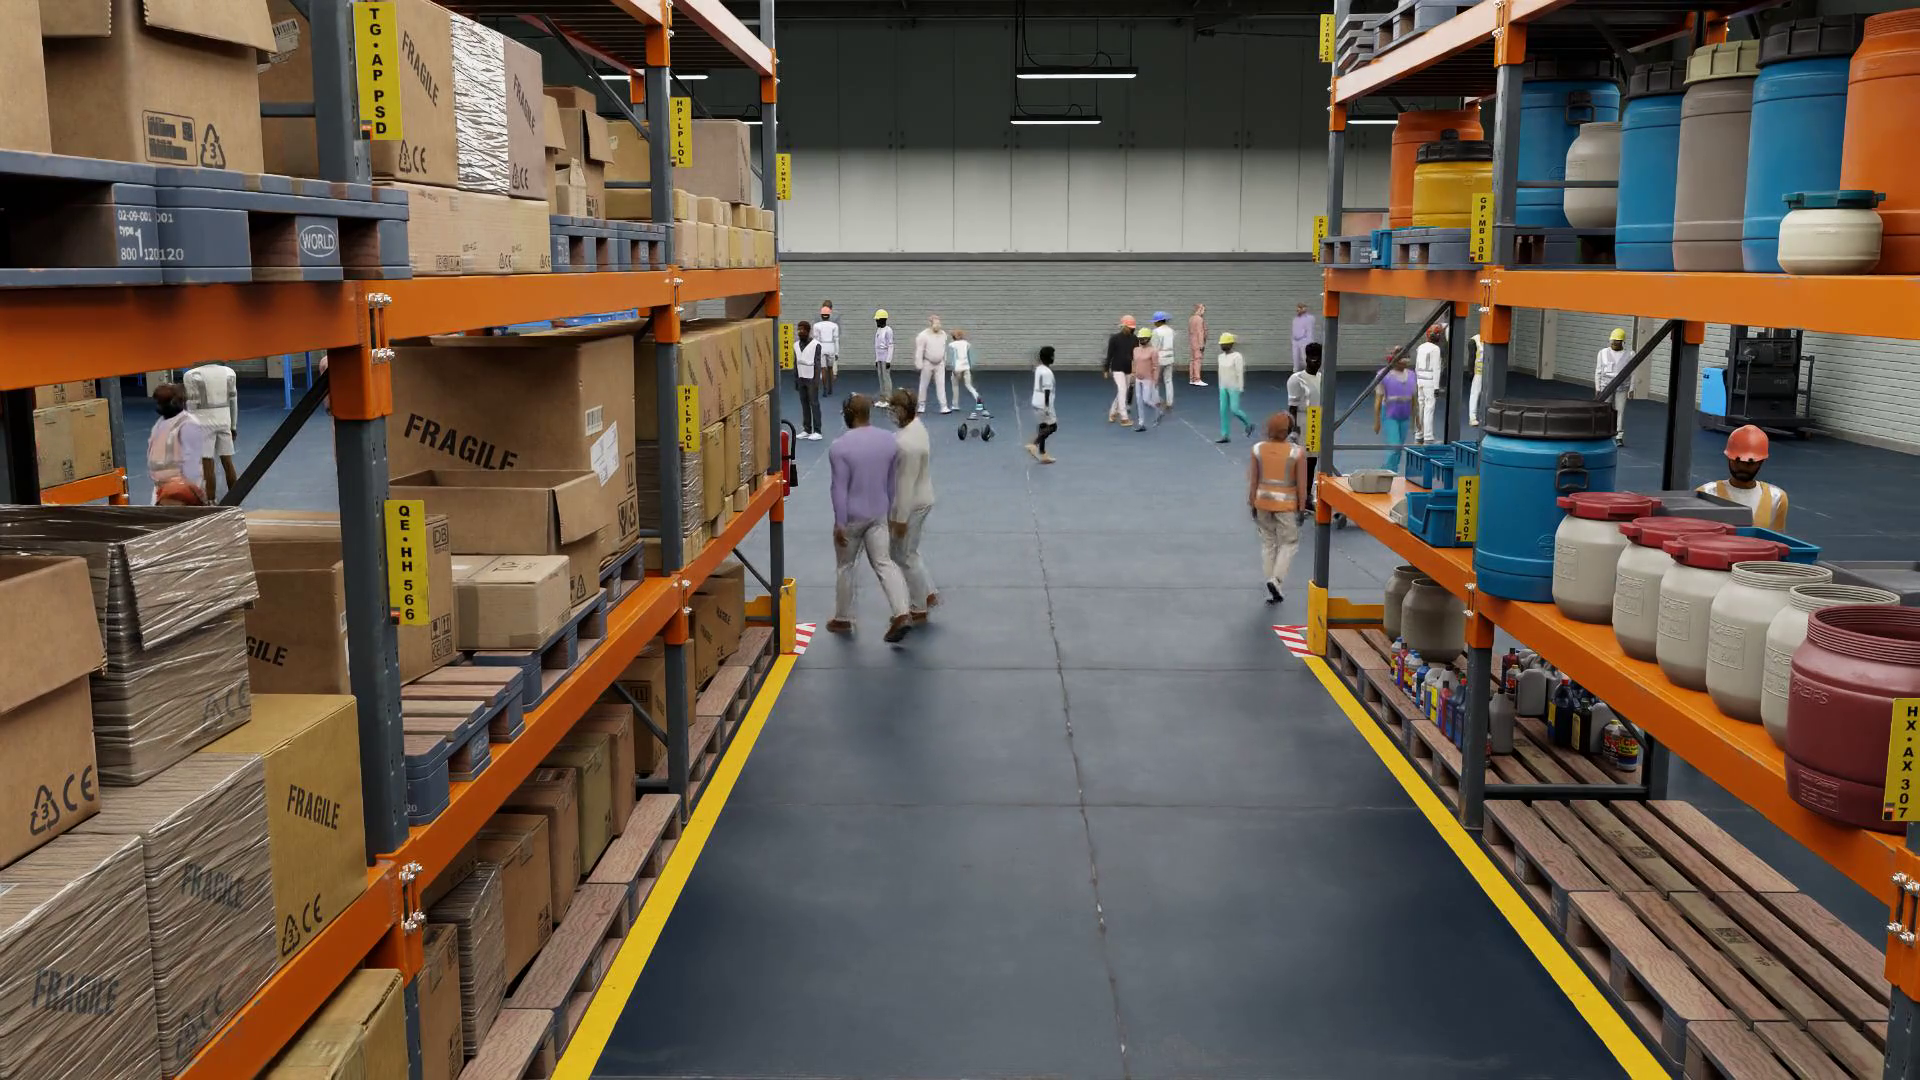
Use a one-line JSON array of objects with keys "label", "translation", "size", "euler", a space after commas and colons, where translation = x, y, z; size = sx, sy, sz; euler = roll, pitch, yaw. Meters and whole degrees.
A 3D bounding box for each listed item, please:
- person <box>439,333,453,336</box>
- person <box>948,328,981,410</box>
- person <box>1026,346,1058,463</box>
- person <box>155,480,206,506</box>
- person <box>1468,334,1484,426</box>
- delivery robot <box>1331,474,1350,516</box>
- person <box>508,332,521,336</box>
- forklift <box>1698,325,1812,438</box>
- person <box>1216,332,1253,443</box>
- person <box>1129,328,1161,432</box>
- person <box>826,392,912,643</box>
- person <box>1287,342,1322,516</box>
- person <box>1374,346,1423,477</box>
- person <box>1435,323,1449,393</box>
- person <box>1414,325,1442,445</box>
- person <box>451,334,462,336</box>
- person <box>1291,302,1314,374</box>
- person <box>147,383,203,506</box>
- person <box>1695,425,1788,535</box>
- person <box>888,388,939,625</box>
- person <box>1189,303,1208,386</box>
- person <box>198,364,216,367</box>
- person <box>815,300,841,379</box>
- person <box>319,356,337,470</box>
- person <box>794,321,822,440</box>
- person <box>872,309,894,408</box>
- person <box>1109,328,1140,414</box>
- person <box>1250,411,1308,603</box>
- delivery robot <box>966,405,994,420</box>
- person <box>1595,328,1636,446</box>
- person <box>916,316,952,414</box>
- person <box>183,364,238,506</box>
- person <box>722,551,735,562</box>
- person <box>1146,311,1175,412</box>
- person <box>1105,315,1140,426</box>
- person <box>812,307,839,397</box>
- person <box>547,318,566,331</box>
[{"label": "person", "translation": [-8.097, -2.463, 26.186], "size": [0.949, 1.900, 0.623], "euler": [-8, 12, -38]}, {"label": "person", "translation": [0.074, -3.282, 32.026], "size": [0.528, 1.602, 0.698], "euler": [-7, 12, -36]}, {"label": "person", "translation": [1.181, -1.923, 23.649], "size": [0.426, 1.679, 0.532], "euler": [-3, 10, -15]}, {"label": "person", "translation": [-3.602, 0.627, 7.916], "size": [0.594, 1.836, 0.989], "euler": [-1, 10, -4]}, {"label": "person", "translation": [9.221, -2.932, 29.211], "size": [0.634, 1.839, 0.429], "euler": [-3, 10, -16]}, {"label": "delivery robot", "translation": [4.225, -0.475, 18.176], "size": [0.477, 0.478, 0.707], "euler": [9, 13, 44]}, {"label": "person", "translation": [-7.491, -2.685, 28.175], "size": [0.629, 1.674, 0.551], "euler": [-4, 10, -25]}, {"label": "forklift", "translation": [13.248, -3.165, 27.620], "size": [1.129, 2.768, 1.873], "euler": [0, 9, 1]}, {"label": "person", "translation": [4.344, -2.422, 26.403], "size": [0.595, 1.748, 0.553], "euler": [-7, 12, -35]}, {"label": "person", "translation": [3.146, -2.729, 28.256], "size": [0.431, 1.754, 0.530], "euler": [-8, 12, -40]}, {"label": "person", "translation": [-0.694, -0.168, 12.548], "size": [0.626, 1.897, 1.001], "euler": [-7, 12, -34]}, {"label": "person", "translation": [3.946, -1.254, 18.799], "size": [0.602, 1.958, 0.381], "euler": [-8, 12, -38]}, {"label": "person", "translation": [5.437, -1.476, 20.547], "size": [0.567, 1.826, 0.575], "euler": [-5, 11, -27]}, {"label": "person", "translation": [10.770, -4.149, 36.618], "size": [0.971, 1.795, 0.535], "euler": [-6, 11, -33]}, {"label": "person", "translation": [7.315, -2.411, 25.962], "size": [0.360, 1.882, 0.575], "euler": [-2, 10, -14]}, {"label": "person", "translation": [-6.373, -1.620, 20.961], "size": [0.624, 1.971, 0.748], "euler": [-6, 11, -33]}, {"label": "person", "translation": [8.358, -4.859, 40.611], "size": [0.598, 1.886, 0.657], "euler": [-8, 12, -38]}, {"label": "person", "translation": [-6.836, -0.486, 14.647], "size": [0.634, 1.810, 0.899], "euler": [7, 12, 38]}, {"label": "person", "translation": [4.463, 0.298, 9.575], "size": [0.551, 1.933, 0.369], "euler": [1, 9, 3]}, {"label": "person", "translation": [-0.392, -0.252, 13.012], "size": [0.403, 1.889, 0.708], "euler": [-1, 10, -6]}, {"label": "person", "translation": [5.550, -4.543, 38.680], "size": [0.407, 1.902, 0.638], "euler": [-2, 10, -12]}, {"label": "person", "translation": [-13.439, -3.015, 29.655], "size": [0.312, 1.865, 0.514], "euler": [1, 10, 8]}, {"label": "person", "translation": [-3.255, -4.949, 41.006], "size": [0.628, 1.936, 0.374], "euler": [0, 9, -2]}, {"label": "person", "translation": [-8.314, -1.860, 22.586], "size": [0.642, 1.909, 0.410], "euler": [-1, 10, -6]}, {"label": "person", "translation": [-2.457, -2.597, 26.994], "size": [0.590, 1.915, 0.391], "euler": [8, 12, 40]}, {"label": "person", "translation": [-1.523, -3.578, 32.813], "size": [0.370, 1.925, 0.594], "euler": [-5, 11, -26]}, {"label": "person", "translation": [3.132, -3.248, 31.637], "size": [0.592, 1.658, 0.770], "euler": [1, 9, 3]}, {"label": "person", "translation": [2.638, -0.263, 13.878], "size": [0.517, 1.625, 0.441], "euler": [6, 11, 33]}, {"label": "delivery robot", "translation": [0.325, -2.092, 27.086], "size": [0.335, 0.223, 0.698], "euler": [4, 10, 24]}, {"label": "person", "translation": [10.226, -2.384, 25.957], "size": [0.591, 1.829, 0.404], "euler": [4, 10, 21]}, {"label": "person", "translation": [-0.529, -3.310, 31.507], "size": [0.667, 1.848, 0.837], "euler": [-5, 11, -27]}, {"label": "person", "translation": [-8.432, -1.286, 18.733], "size": [0.365, 2.047, 0.608], "euler": [6, 11, 34]}, {"label": "person", "translation": [-2.134, -0.387, 14.602], "size": [0.518, 1.618, 0.545], "euler": [3, 10, 18]}, {"label": "person", "translation": [3.829, -3.420, 31.880], "size": [0.687, 1.925, 0.595], "euler": [-8, 12, -39]}, {"label": "person", "translation": [2.848, -3.018, 29.445], "size": [0.640, 1.946, 0.931], "euler": [-5, 10, -25]}, {"label": "person", "translation": [-2.908, -4.047, 35.713], "size": [0.552, 1.898, 0.916], "euler": [-3, 10, -15]}, {"label": "person", "translation": [-7.137, -3.104, 29.768], "size": [0.868, 2.000, 0.687], "euler": [4, 10, 25]}]
